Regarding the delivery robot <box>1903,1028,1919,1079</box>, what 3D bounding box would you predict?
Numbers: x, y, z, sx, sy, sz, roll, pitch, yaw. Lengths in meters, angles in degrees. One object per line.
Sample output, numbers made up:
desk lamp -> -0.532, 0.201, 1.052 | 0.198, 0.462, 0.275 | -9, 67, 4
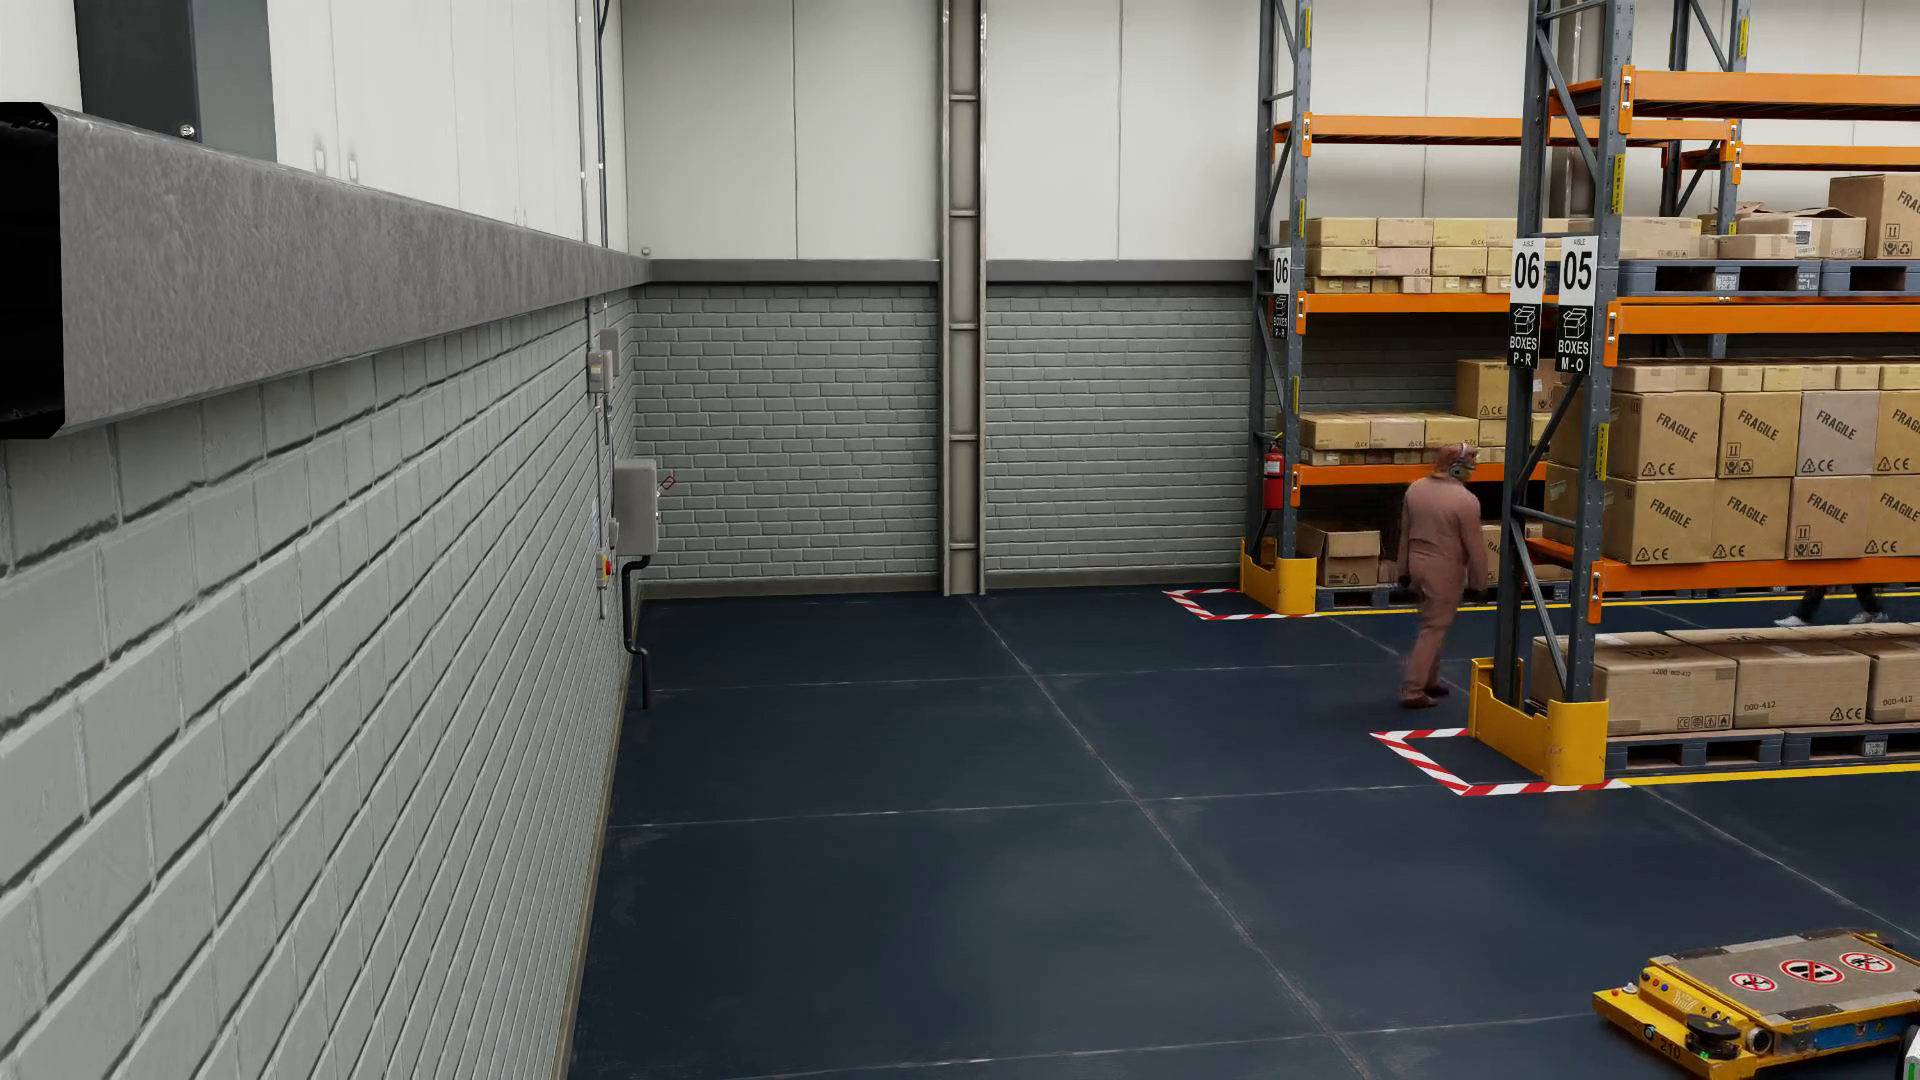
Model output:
delivery robot -> 3.495, 1.791, 5.733 | 0.477, 0.478, 0.707 | 7, 12, 38

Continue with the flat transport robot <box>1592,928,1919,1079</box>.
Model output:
flat transport robot -> 3.342, 1.830, 6.653 | 1.431, 0.197, 0.652 | -3, 10, -18

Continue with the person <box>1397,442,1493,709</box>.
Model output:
person -> 3.379, 0.250, 11.468 | 0.703, 1.866, 0.667 | -4, 10, -24

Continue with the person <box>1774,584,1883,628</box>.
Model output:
person -> 7.470, -0.170, 14.098 | 1.017, 1.870, 0.615 | -1, 9, -3
